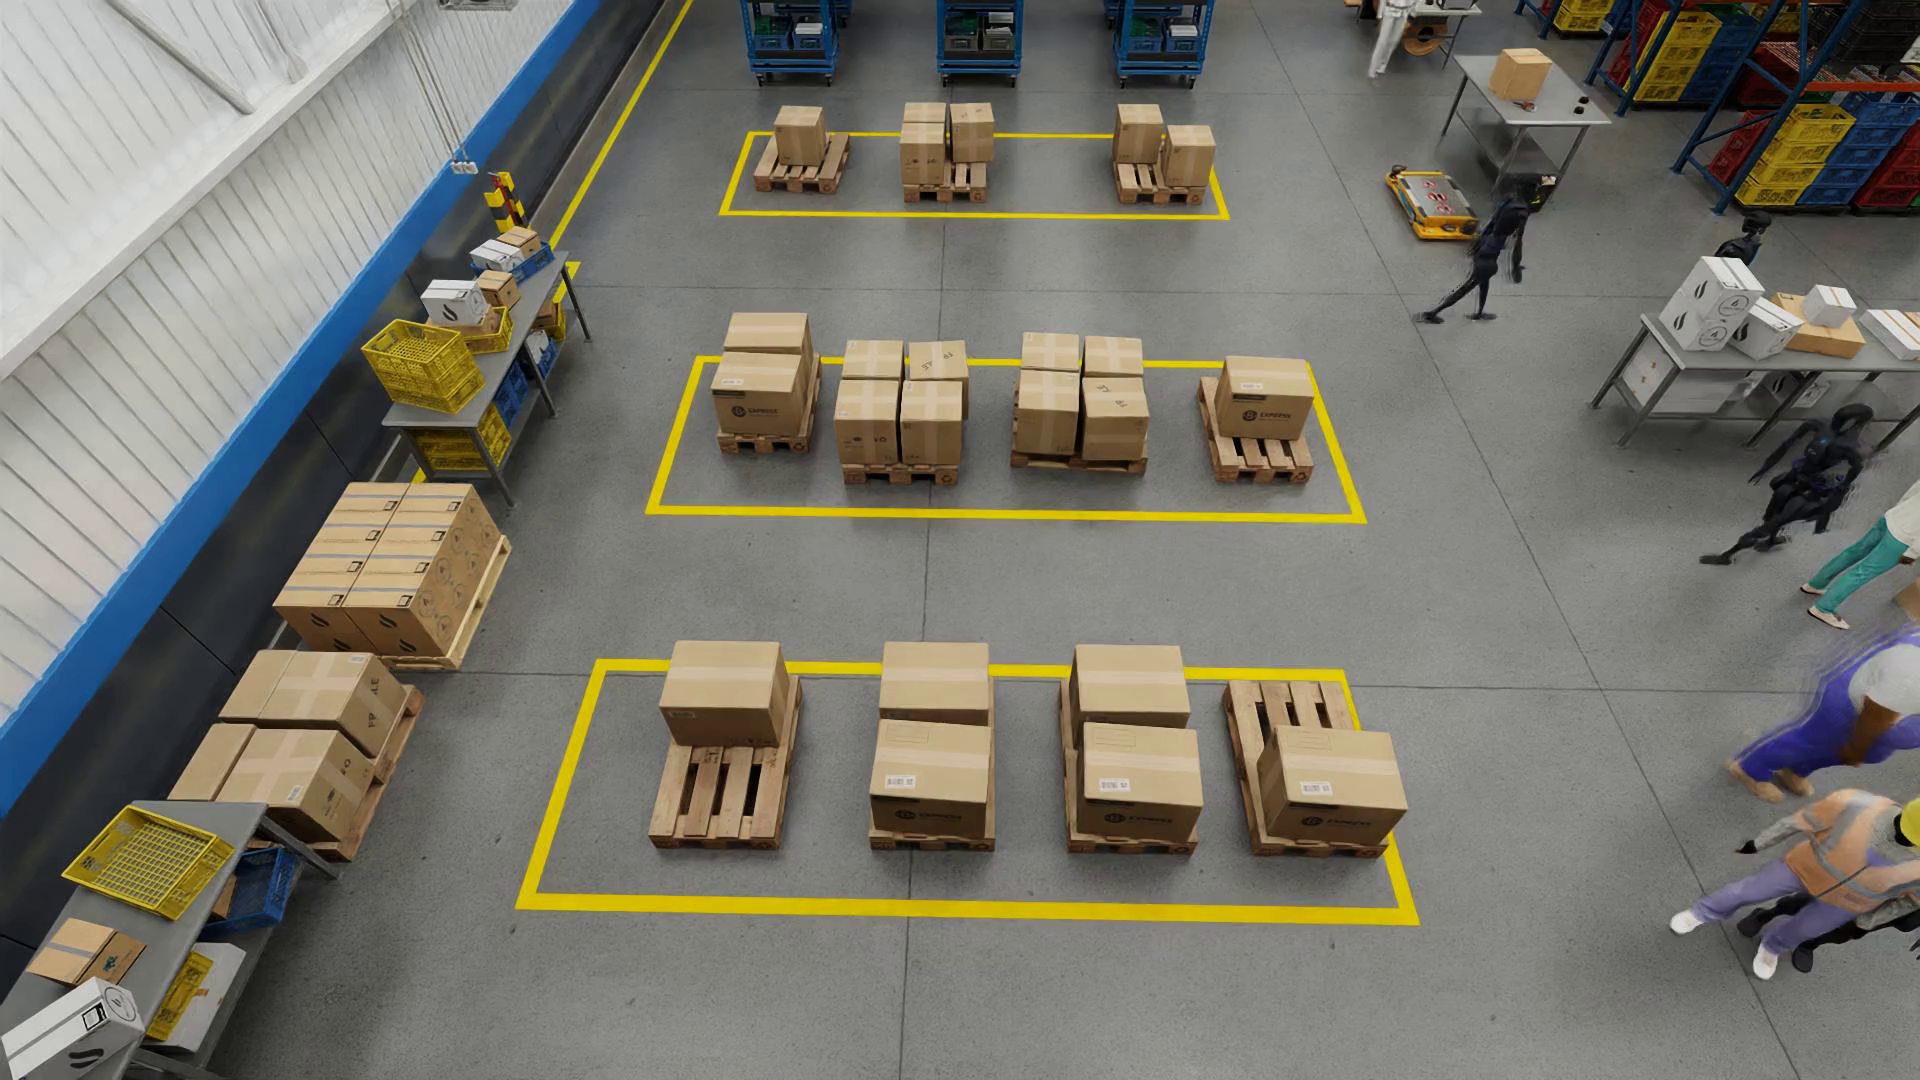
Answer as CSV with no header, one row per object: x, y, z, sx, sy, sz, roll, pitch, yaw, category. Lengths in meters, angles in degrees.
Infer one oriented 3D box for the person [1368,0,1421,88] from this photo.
6.148,-7.371,12.861,0.597,1.874,0.490,-9,50,-8,person

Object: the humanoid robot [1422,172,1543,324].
5.255,-2.852,9.101,0.767,1.630,0.549,9,50,8,humanoid robot

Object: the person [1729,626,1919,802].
5.482,1.044,5.459,0.707,2.000,0.568,-24,53,-19,person

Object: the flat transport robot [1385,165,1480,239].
5.692,-4.094,11.059,0.652,0.197,1.431,1,49,1,flat transport robot

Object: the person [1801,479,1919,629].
6.830,-0.063,6.596,0.327,1.768,0.525,20,52,16,person

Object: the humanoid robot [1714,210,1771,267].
6.993,-2.291,8.576,0.606,1.656,0.321,-23,53,-19,humanoid robot

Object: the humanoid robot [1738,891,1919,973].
4.975,1.917,4.933,0.327,1.658,0.601,-37,58,-27,humanoid robot

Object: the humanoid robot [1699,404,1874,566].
6.461,-0.412,6.990,0.745,1.621,0.621,-3,49,-3,humanoid robot

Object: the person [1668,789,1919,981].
4.609,1.801,4.887,0.448,1.919,0.605,-30,56,-24,person
